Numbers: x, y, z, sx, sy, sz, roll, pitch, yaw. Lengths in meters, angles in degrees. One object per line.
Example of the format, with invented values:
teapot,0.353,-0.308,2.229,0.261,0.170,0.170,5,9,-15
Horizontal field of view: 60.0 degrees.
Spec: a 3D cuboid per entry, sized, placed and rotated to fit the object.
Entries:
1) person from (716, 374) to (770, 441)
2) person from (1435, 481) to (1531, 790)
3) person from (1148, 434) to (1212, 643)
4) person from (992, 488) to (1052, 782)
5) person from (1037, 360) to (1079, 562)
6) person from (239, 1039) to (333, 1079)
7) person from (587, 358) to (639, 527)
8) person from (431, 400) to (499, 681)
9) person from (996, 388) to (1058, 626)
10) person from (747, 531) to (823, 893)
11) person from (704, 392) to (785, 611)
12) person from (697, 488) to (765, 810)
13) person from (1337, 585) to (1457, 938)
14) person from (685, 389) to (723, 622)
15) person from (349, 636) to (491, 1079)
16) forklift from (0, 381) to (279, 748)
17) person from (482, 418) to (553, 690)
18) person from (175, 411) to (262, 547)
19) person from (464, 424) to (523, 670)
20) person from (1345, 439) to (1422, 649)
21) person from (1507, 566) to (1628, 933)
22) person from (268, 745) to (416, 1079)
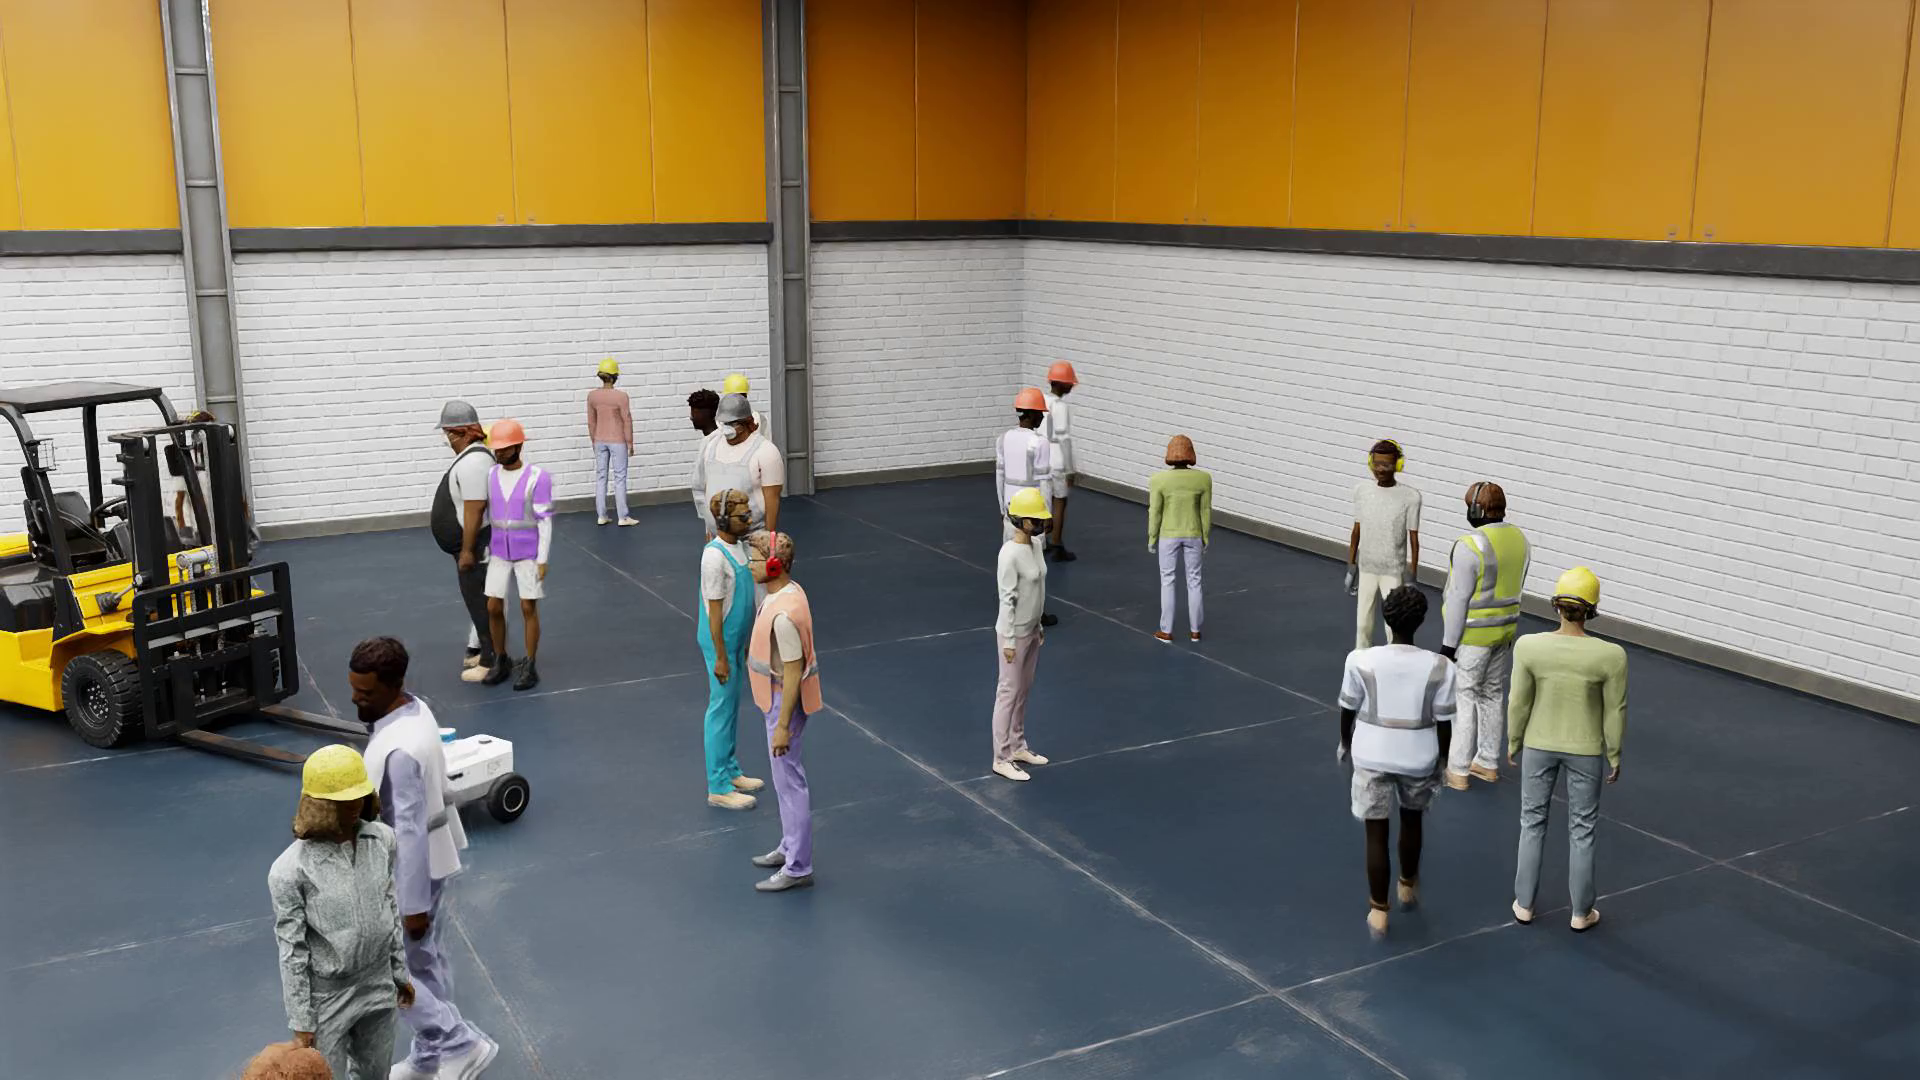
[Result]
person,-1.924,-0.483,14.491,0.595,1.925,0.375,-10,16,-39
person,3.070,0.562,9.836,0.635,1.830,0.429,-9,15,-37
person,1.706,-0.008,12.959,0.501,1.631,0.285,-1,12,-4
person,0.392,0.554,10.016,0.326,1.767,0.533,5,13,23
person,0.915,-0.757,15.776,0.374,1.932,0.558,-5,13,-20
person,-1.541,1.931,3.920,0.510,1.616,0.519,5,13,23
person,-3.634,-1.016,17.366,0.527,1.772,0.306,5,13,21
person,-3.539,-0.016,12.038,0.537,2.000,0.699,-3,12,-14
person,0.545,-0.259,13.435,0.543,1.932,0.376,11,17,43
person,-0.882,0.856,8.406,0.373,1.843,0.572,-2,12,-8
person,-1.668,-0.114,12.496,0.684,2.000,0.536,7,14,28
person,-1.321,0.611,9.557,0.348,1.846,0.506,1,12,6
person,2.080,1.022,8.020,0.540,1.677,0.668,2,12,8
person,-1.961,-0.232,13.263,0.390,1.954,0.608,-2,12,-11
person,-2.128,1.269,6.385,0.447,1.891,0.575,-2,12,-8
forklift,-5.853,0.085,11.199,2.313,2.155,1.214,7,14,28
person,-3.143,0.101,11.752,0.564,1.931,0.420,2,12,10
person,-5.692,-0.081,12.807,0.627,1.843,0.539,6,13,25
person,-3.429,0.059,12.205,0.421,1.827,0.610,-4,13,-18
person,2.866,0.231,11.317,0.508,1.861,0.326,9,15,37
person,2.888,0.994,7.951,0.533,1.767,0.323,6,13,24
person,-2.028,1.517,5.552,0.296,1.744,0.484,7,14,28
